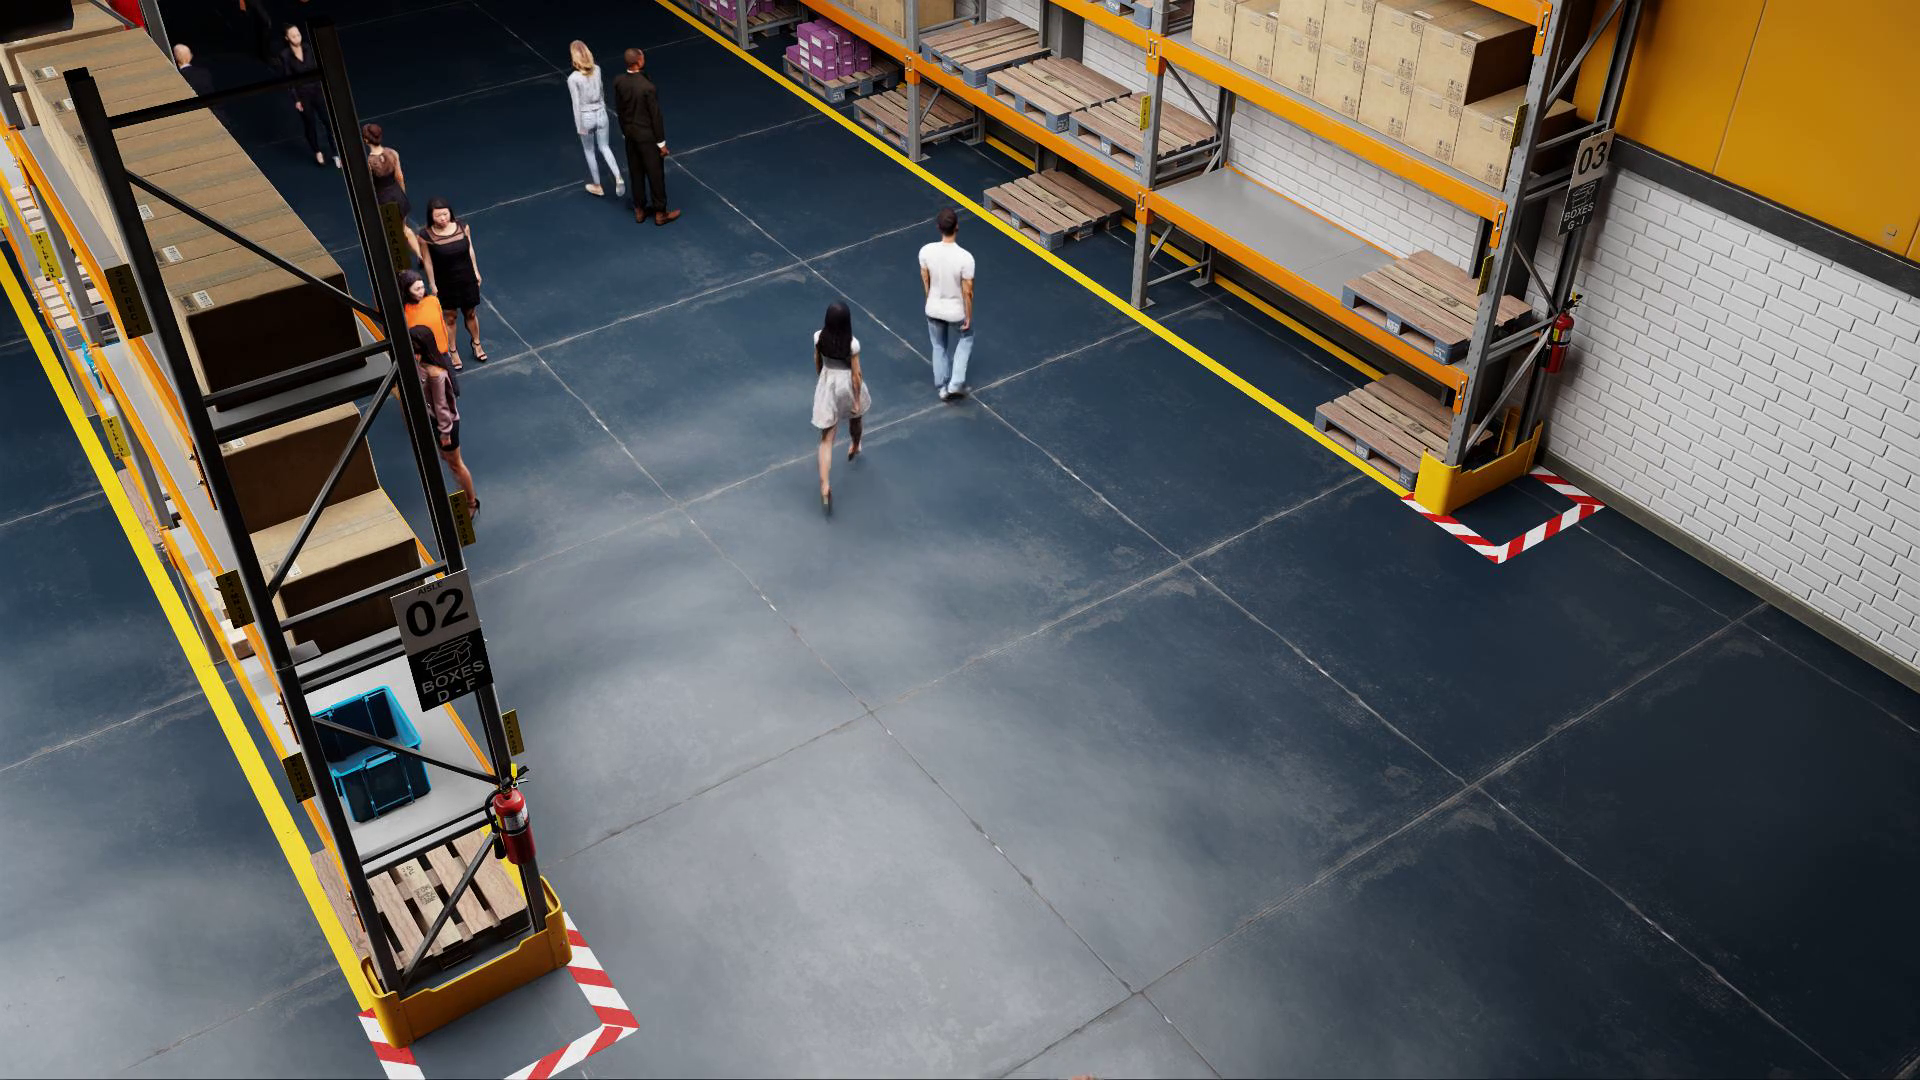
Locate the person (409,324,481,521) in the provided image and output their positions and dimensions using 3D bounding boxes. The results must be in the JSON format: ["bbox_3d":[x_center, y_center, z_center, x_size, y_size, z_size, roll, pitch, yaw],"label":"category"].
[{"bbox_3d":[-4.150,-0.937,13.374,0.664,1.811,0.455,-22,44,-26],"label":"person"}]

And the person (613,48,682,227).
[{"bbox_3d":[-3.325,-4.223,17.414,0.729,1.904,0.852,18,42,21],"label":"person"}]

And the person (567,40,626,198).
[{"bbox_3d":[-3.877,-4.460,17.814,0.672,1.775,0.965,-31,48,-33],"label":"person"}]

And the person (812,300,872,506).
[{"bbox_3d":[-1.029,-1.108,13.659,1.158,1.722,1.193,8,39,10],"label":"person"}]

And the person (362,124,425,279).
[{"bbox_3d":[-5.606,-3.314,16.468,0.777,1.664,0.681,25,45,28],"label":"person"}]

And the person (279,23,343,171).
[{"bbox_3d":[-7.276,-4.919,18.459,0.789,1.689,0.689,29,47,31],"label":"person"}]

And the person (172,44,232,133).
[{"bbox_3d":[-7.919,-4.347,17.682,1.324,1.763,1.044,17,42,21],"label":"person"}]

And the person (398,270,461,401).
[{"bbox_3d":[-4.594,-1.551,14.203,0.736,1.736,0.713,29,47,31],"label":"person"}]

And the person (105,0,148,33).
[{"bbox_3d":[-10.231,-6.524,20.445,0.714,1.718,0.707,-24,44,-27],"label":"person"}]

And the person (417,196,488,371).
[{"bbox_3d":[-4.640,-2.364,15.236,0.634,1.718,0.578,-24,45,-27],"label":"person"}]

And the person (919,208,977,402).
[{"bbox_3d":[-0.137,-2.010,14.691,0.774,1.845,0.856,12,40,15],"label":"person"}]

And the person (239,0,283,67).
[{"bbox_3d":[-8.897,-6.803,20.750,0.845,1.773,0.785,5,39,7],"label":"person"}]
